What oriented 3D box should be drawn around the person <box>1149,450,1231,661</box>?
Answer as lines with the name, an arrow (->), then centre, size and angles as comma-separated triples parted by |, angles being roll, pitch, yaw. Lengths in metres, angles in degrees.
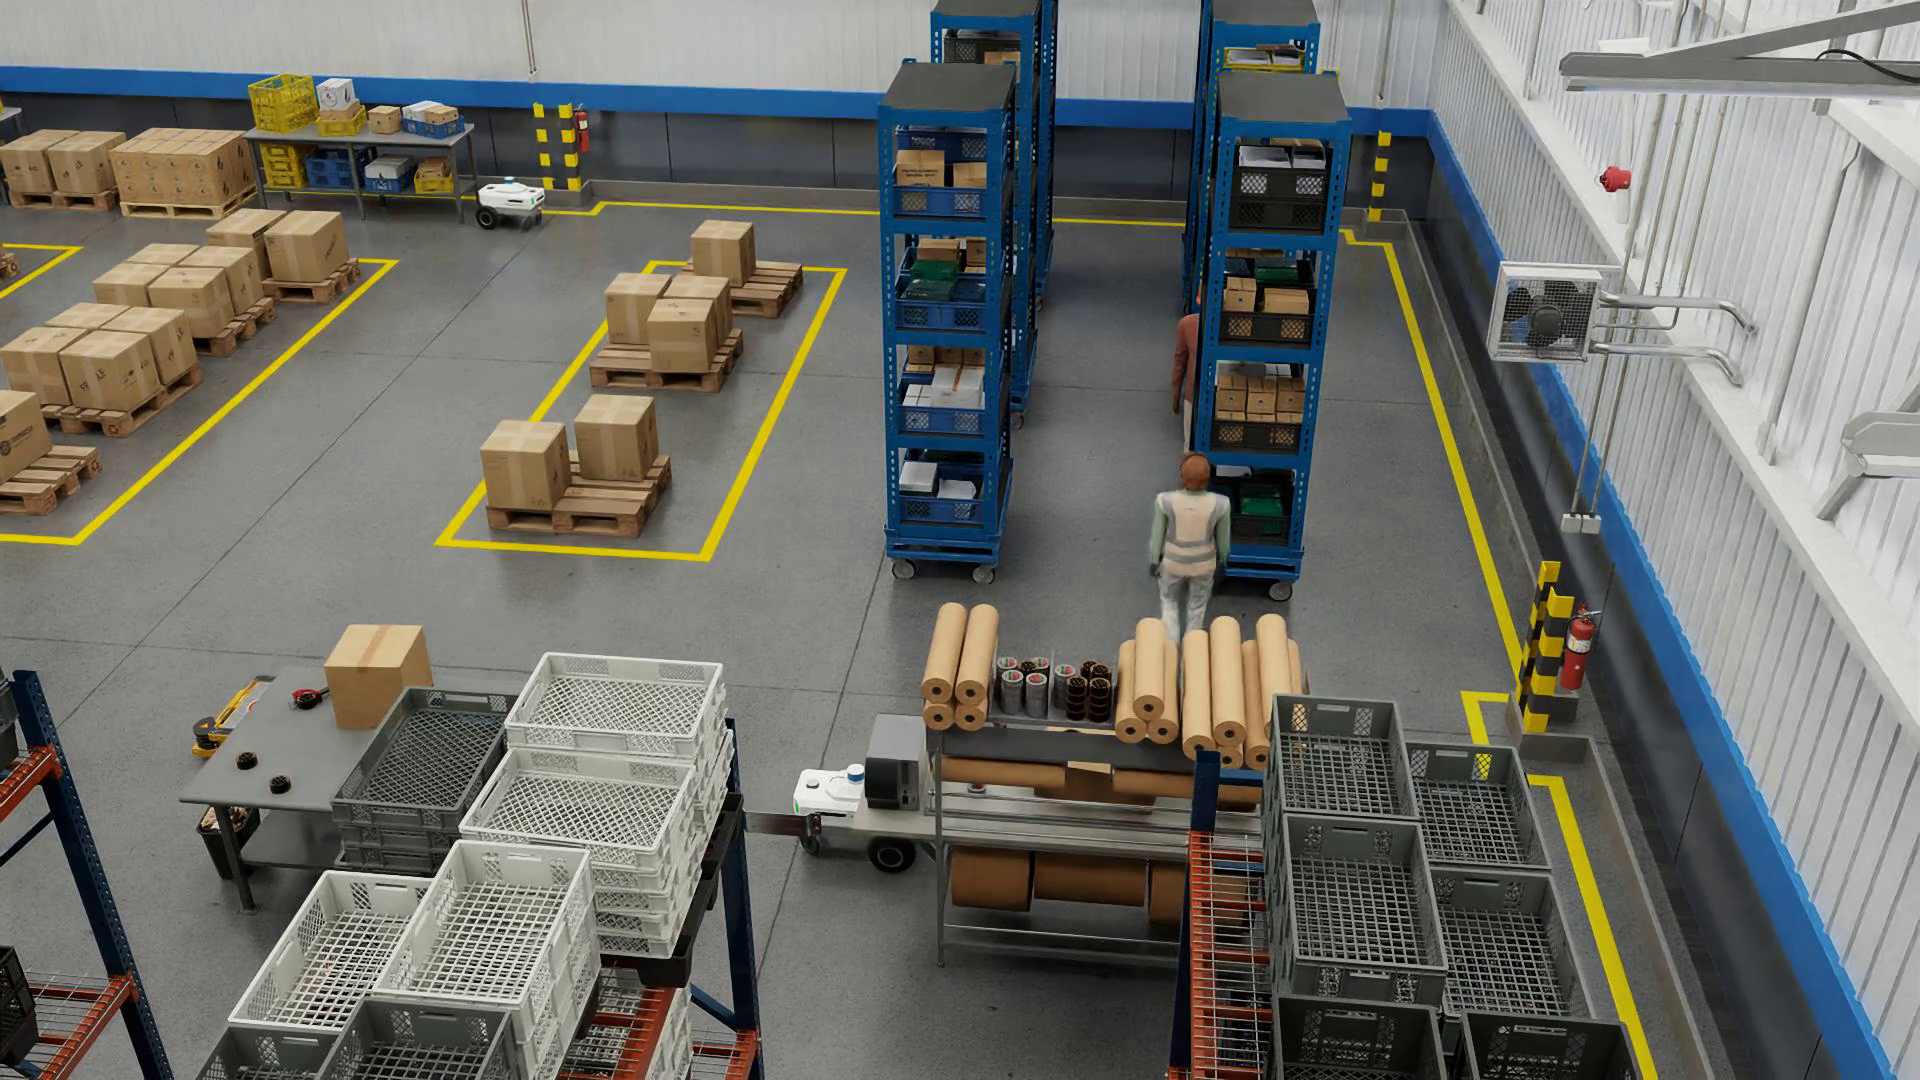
person -> 1.523, 0.149, 11.046 | 0.541, 1.627, 0.363 | 3, 30, 5

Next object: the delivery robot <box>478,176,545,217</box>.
delivery robot -> -5.108, -3.900, 18.975 | 0.707, 0.478, 0.477 | 6, 31, 11

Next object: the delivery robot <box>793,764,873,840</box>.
delivery robot -> -0.600, 1.522, 9.662 | 0.707, 0.478, 0.477 | 4, 31, 6
